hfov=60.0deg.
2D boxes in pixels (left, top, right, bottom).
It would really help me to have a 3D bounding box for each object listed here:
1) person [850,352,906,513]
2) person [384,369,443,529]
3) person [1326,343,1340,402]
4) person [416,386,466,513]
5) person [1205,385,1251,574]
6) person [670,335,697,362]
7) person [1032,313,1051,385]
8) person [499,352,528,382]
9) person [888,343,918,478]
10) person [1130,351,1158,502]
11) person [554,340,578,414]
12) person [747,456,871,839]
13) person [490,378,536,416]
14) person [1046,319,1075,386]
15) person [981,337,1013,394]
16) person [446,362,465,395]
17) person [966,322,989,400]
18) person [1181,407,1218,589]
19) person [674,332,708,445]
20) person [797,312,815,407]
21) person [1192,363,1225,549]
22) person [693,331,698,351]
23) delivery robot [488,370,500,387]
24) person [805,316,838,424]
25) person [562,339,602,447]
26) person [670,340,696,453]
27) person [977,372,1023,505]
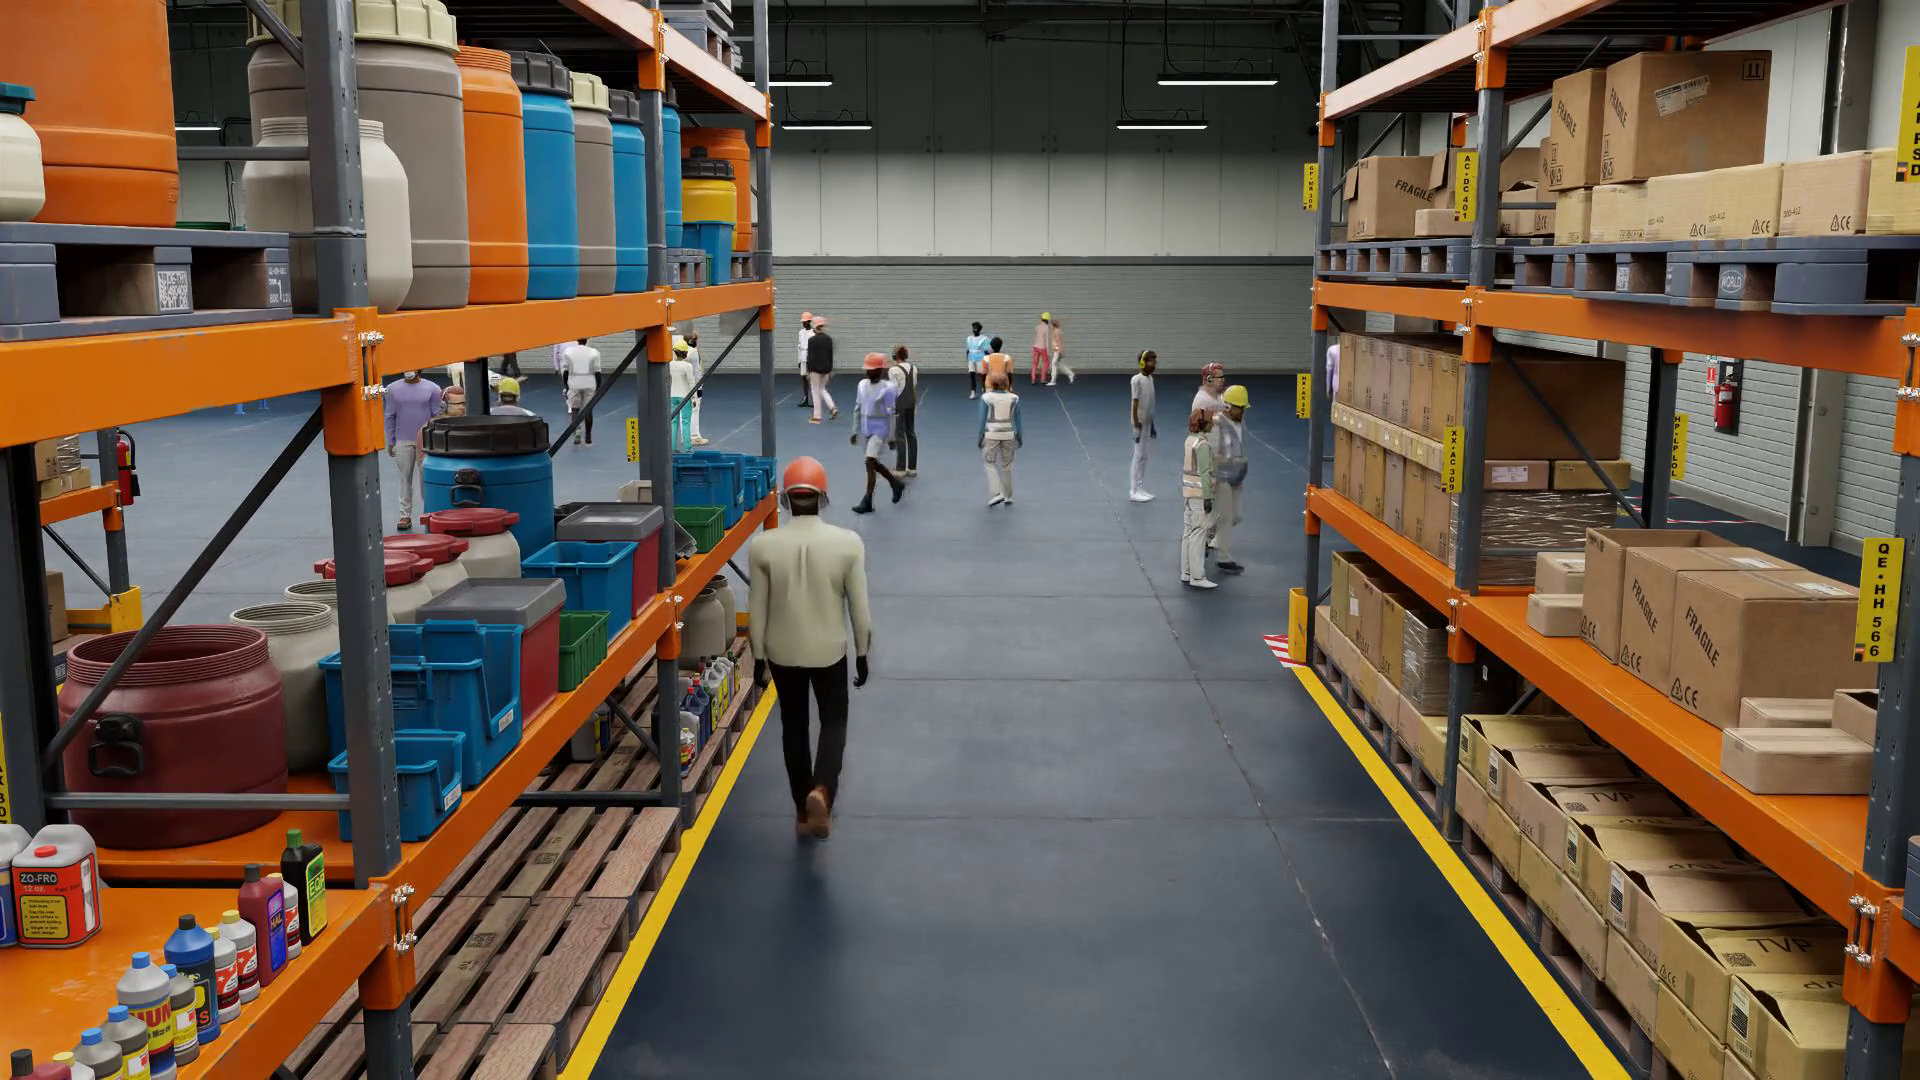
[{"bbox_3d":[-0.958,-1.309,19.908,0.554,1.905,0.864,9,13,42],"label":"person"},{"bbox_3d":[-6.069,-1.096,18.519,0.631,1.939,0.369,-2,10,-11],"label":"person"},{"bbox_3d":[6.089,-2.434,26.284,0.608,2.030,0.578,3,10,18],"label":"person"},{"bbox_3d":[-4.309,-0.367,14.252,0.403,1.904,0.652,7,12,36],"label":"person"},{"bbox_3d":[2.501,-0.602,15.977,0.596,1.797,0.609,8,13,41],"label":"person"},{"bbox_3d":[-5.297,-3.288,31.645,0.628,1.940,0.373,0,9,-2],"label":"person"},{"bbox_3d":[1.999,-4.626,40.240,0.488,1.732,0.525,-5,11,-30],"label":"person"},{"bbox_3d":[-11.186,-4.940,41.364,1.011,2.000,0.689,4,10,21],"label":"person"},{"bbox_3d":[-0.798,-1.787,22.945,0.347,1.842,0.505,9,13,42],"label":"person"},{"bbox_3d":[2.296,-1.424,20.784,0.483,1.881,0.558,6,11,31],"label":"person"},{"bbox_3d":[-7.678,-3.450,32.800,0.646,1.879,0.883,-3,10,-19],"label":"person"},{"bbox_3d":[-0.772,0.564,8.452,0.634,1.978,0.667,0,9,-1],"label":"person"},{"bbox_3d":[-4.533,-0.753,16.904,0.624,1.781,0.923,-1,10,-5],"label":"person"},{"bbox_3d":[2.416,-4.519,39.999,0.658,1.609,0.542,0,9,-2],"label":"person"},{"bbox_3d":[0.625,-2.612,28.324,0.551,1.685,0.366,0,9,2],"label":"person"},{"bbox_3d":[-9.965,-3.372,33.125,0.508,1.613,0.375,-4,10,-23],"label":"person"},{"bbox_3d":[0.396,-3.901,36.090,0.540,1.682,0.540,6,11,30],"label":"person"},{"bbox_3d":[2.180,-0.389,15.175,0.306,1.640,0.522,-2,10,-9],"label":"person"},{"bbox_3d":[-4.389,-2.486,27.145,0.429,1.841,0.625,-8,13,-41],"label":"person"},{"bbox_3d":[-3.112,-3.697,34.101,0.550,1.937,0.357,6,11,32],"label":"person"},{"bbox_3d":[2.623,-0.889,17.371,0.408,1.908,0.646,2,10,11],"label":"person"},{"bbox_3d":[-6.033,-4.052,36.742,0.533,1.765,0.329,-6,11,-32],"label":"person"},{"bbox_3d":[-10.904,-3.733,38.292,0.707,0.478,0.477,9,13,42],"label":"delivery robot"},{"bbox_3d":[-2.568,-3.121,30.539,0.482,1.979,0.616,7,12,37],"label":"person"},{"bbox_3d":[-6.061,-2.467,26.701,0.626,1.943,0.431,-2,10,-9],"label":"person"},{"bbox_3d":[-4.253,-2.170,25.462,0.533,1.767,0.312,5,11,29],"label":"person"},{"bbox_3d":[0.507,-1.230,20.254,0.602,1.625,0.432,-3,10,-17],"label":"person"}]
